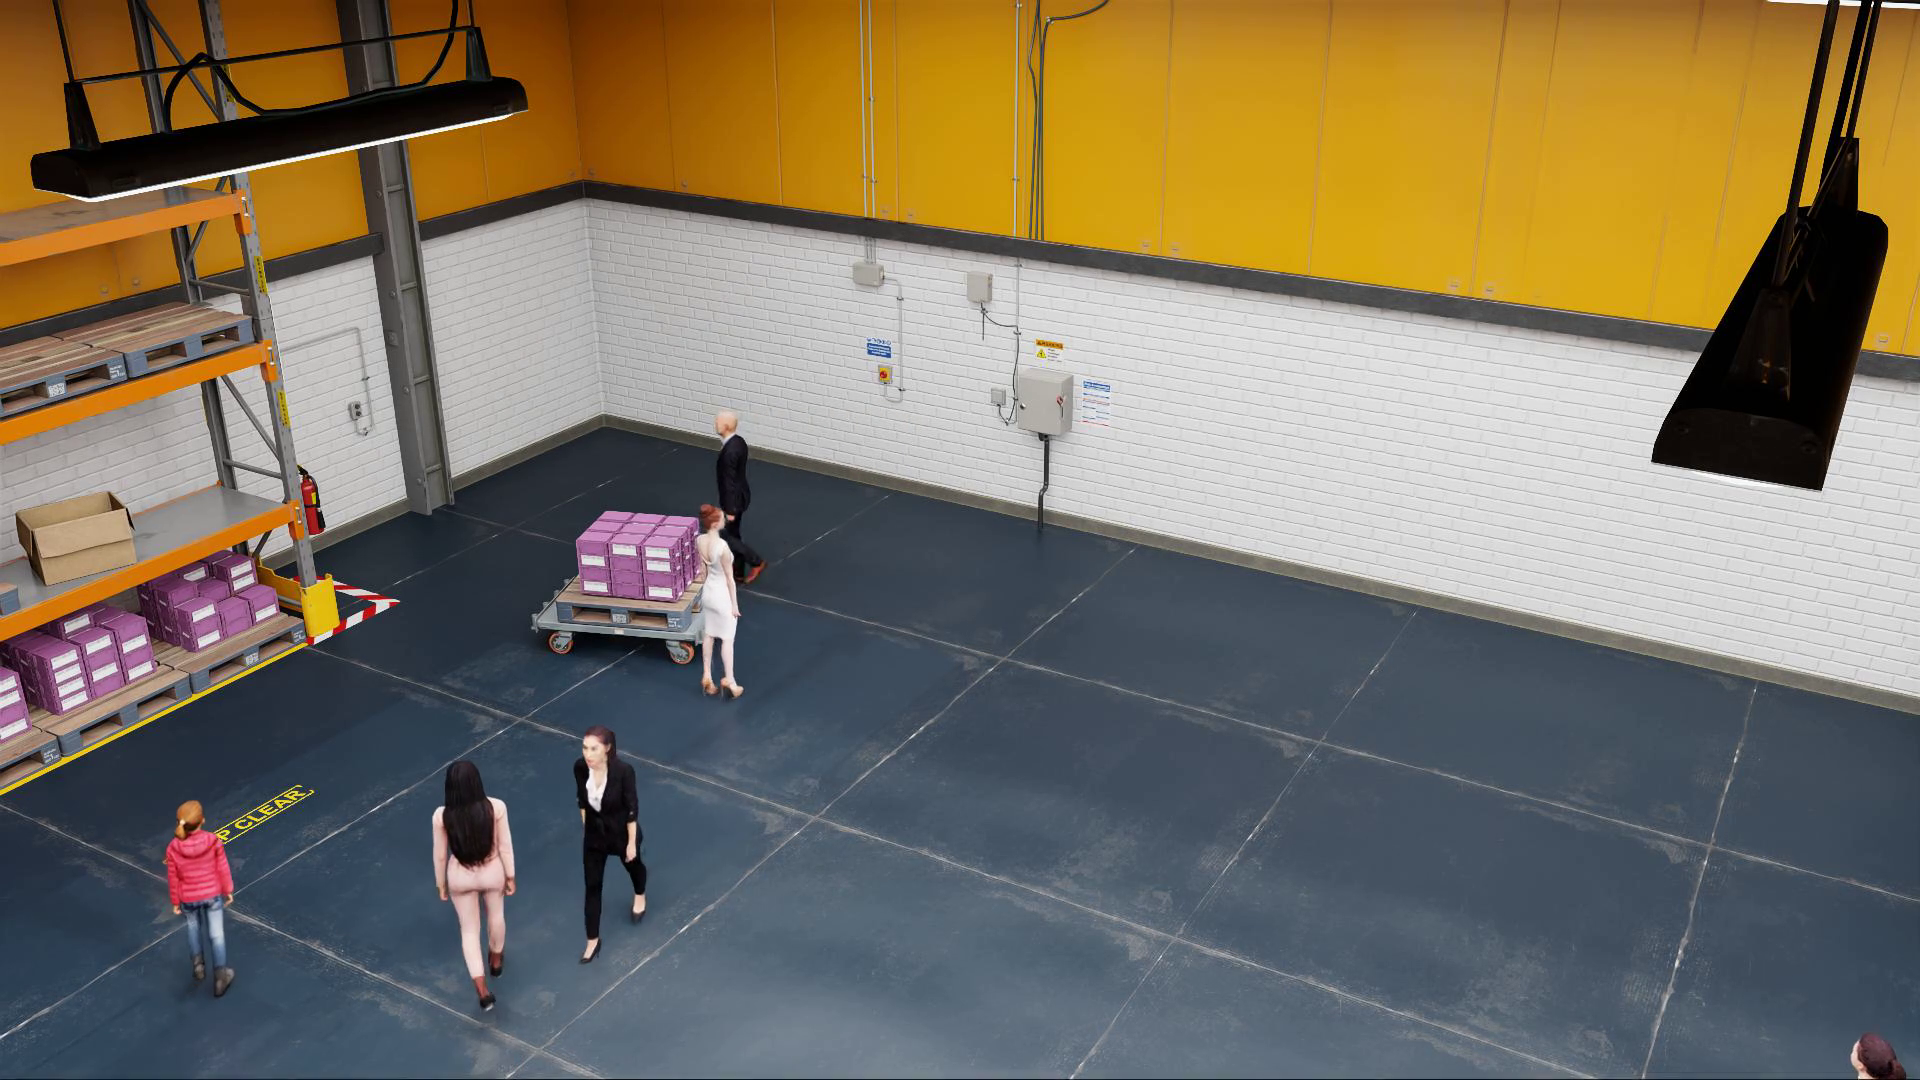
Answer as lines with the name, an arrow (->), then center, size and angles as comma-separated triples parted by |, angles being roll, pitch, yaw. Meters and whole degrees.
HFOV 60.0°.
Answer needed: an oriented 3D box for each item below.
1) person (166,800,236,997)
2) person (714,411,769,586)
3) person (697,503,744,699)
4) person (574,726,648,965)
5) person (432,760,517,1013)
person -> -4.846, 2.302, 10.596 | 0.662, 1.295, 0.721 | -7, 25, -15
person -> -2.123, -0.380, 16.119 | 0.936, 1.787, 0.875 | 0, 24, 1
person -> -2.059, 0.514, 14.063 | 0.635, 1.795, 0.625 | 20, 31, 38
person -> -2.267, 1.930, 11.053 | 0.839, 1.612, 1.144 | 5, 24, 11
person -> -3.019, 2.173, 10.381 | 1.029, 1.703, 1.076 | -7, 25, -16
